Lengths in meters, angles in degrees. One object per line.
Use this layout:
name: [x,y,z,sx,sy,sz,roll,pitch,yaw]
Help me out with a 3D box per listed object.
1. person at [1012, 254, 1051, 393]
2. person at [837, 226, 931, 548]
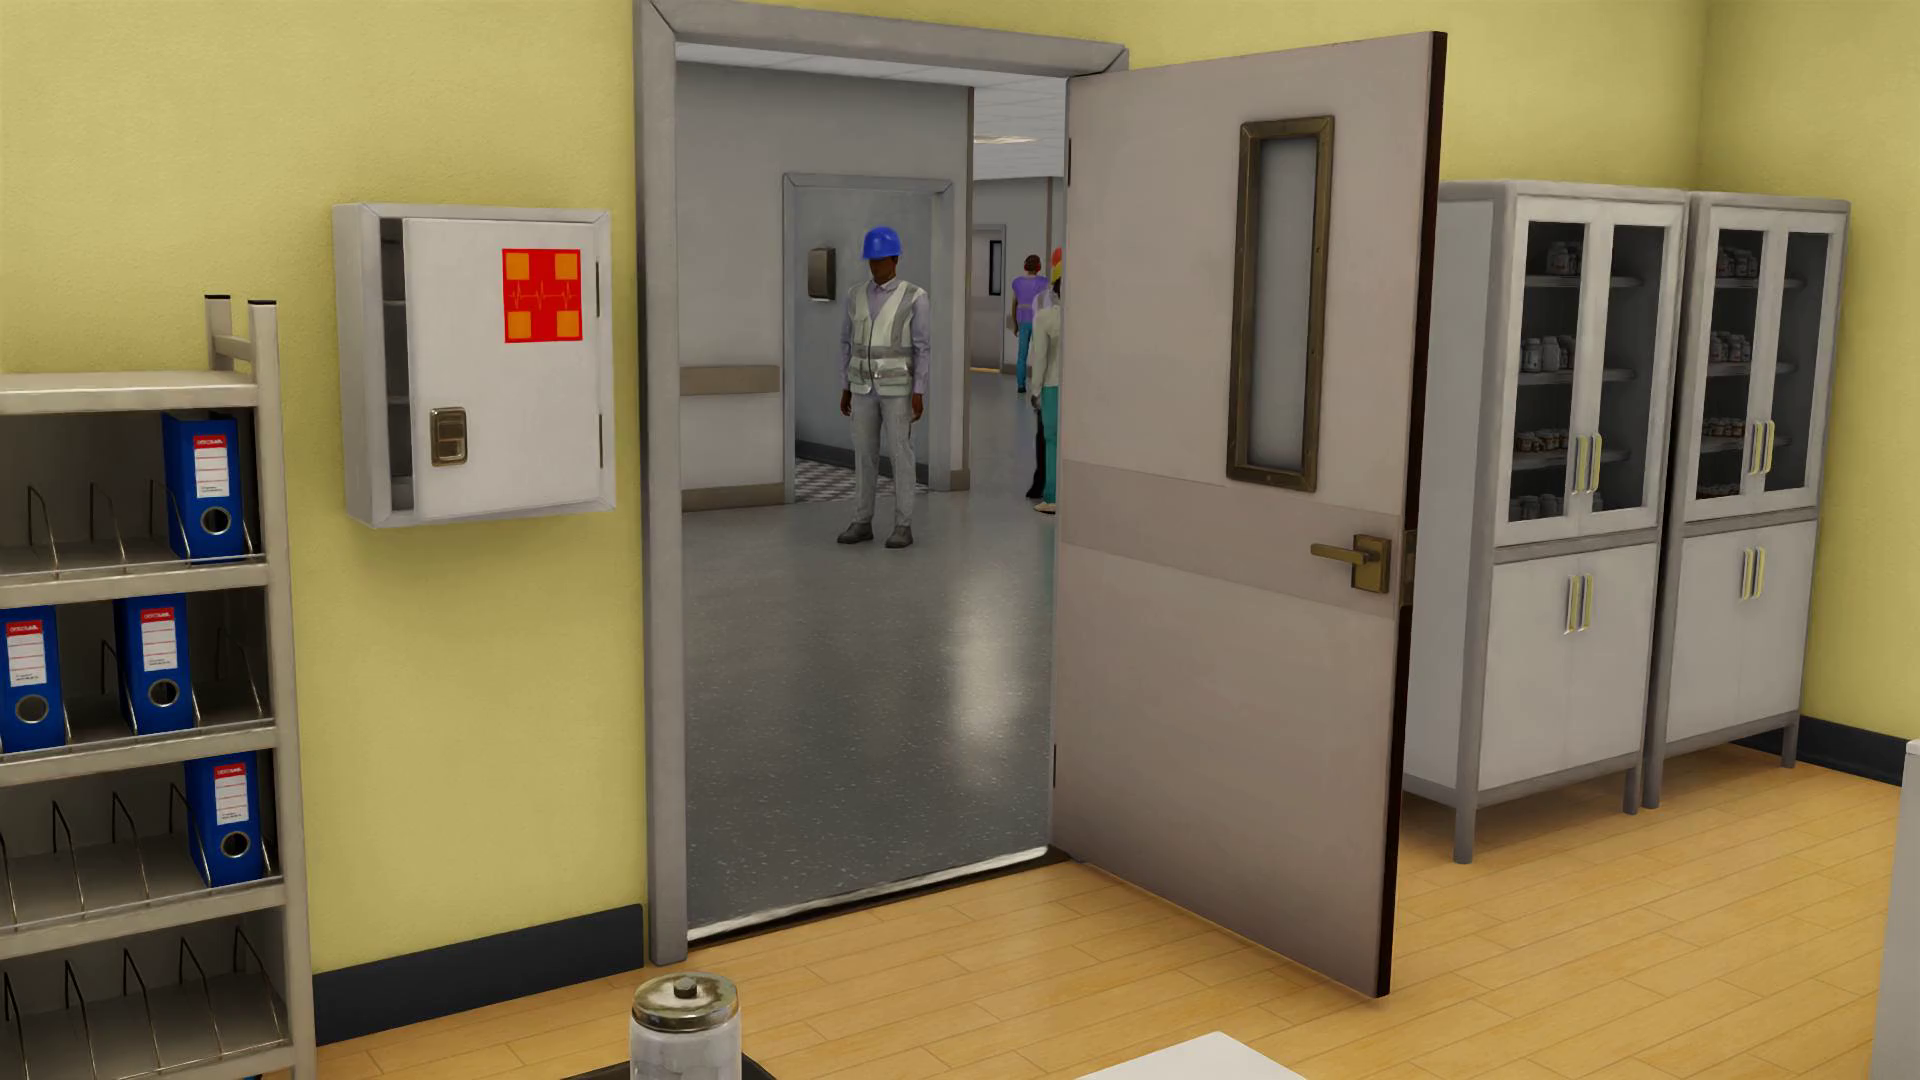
person: [0.953,-2.876,22.202,0.566,1.850,0.389,5,10,22]
person: [-0.471,-0.923,10.123,0.602,1.946,0.393,5,11,25]
